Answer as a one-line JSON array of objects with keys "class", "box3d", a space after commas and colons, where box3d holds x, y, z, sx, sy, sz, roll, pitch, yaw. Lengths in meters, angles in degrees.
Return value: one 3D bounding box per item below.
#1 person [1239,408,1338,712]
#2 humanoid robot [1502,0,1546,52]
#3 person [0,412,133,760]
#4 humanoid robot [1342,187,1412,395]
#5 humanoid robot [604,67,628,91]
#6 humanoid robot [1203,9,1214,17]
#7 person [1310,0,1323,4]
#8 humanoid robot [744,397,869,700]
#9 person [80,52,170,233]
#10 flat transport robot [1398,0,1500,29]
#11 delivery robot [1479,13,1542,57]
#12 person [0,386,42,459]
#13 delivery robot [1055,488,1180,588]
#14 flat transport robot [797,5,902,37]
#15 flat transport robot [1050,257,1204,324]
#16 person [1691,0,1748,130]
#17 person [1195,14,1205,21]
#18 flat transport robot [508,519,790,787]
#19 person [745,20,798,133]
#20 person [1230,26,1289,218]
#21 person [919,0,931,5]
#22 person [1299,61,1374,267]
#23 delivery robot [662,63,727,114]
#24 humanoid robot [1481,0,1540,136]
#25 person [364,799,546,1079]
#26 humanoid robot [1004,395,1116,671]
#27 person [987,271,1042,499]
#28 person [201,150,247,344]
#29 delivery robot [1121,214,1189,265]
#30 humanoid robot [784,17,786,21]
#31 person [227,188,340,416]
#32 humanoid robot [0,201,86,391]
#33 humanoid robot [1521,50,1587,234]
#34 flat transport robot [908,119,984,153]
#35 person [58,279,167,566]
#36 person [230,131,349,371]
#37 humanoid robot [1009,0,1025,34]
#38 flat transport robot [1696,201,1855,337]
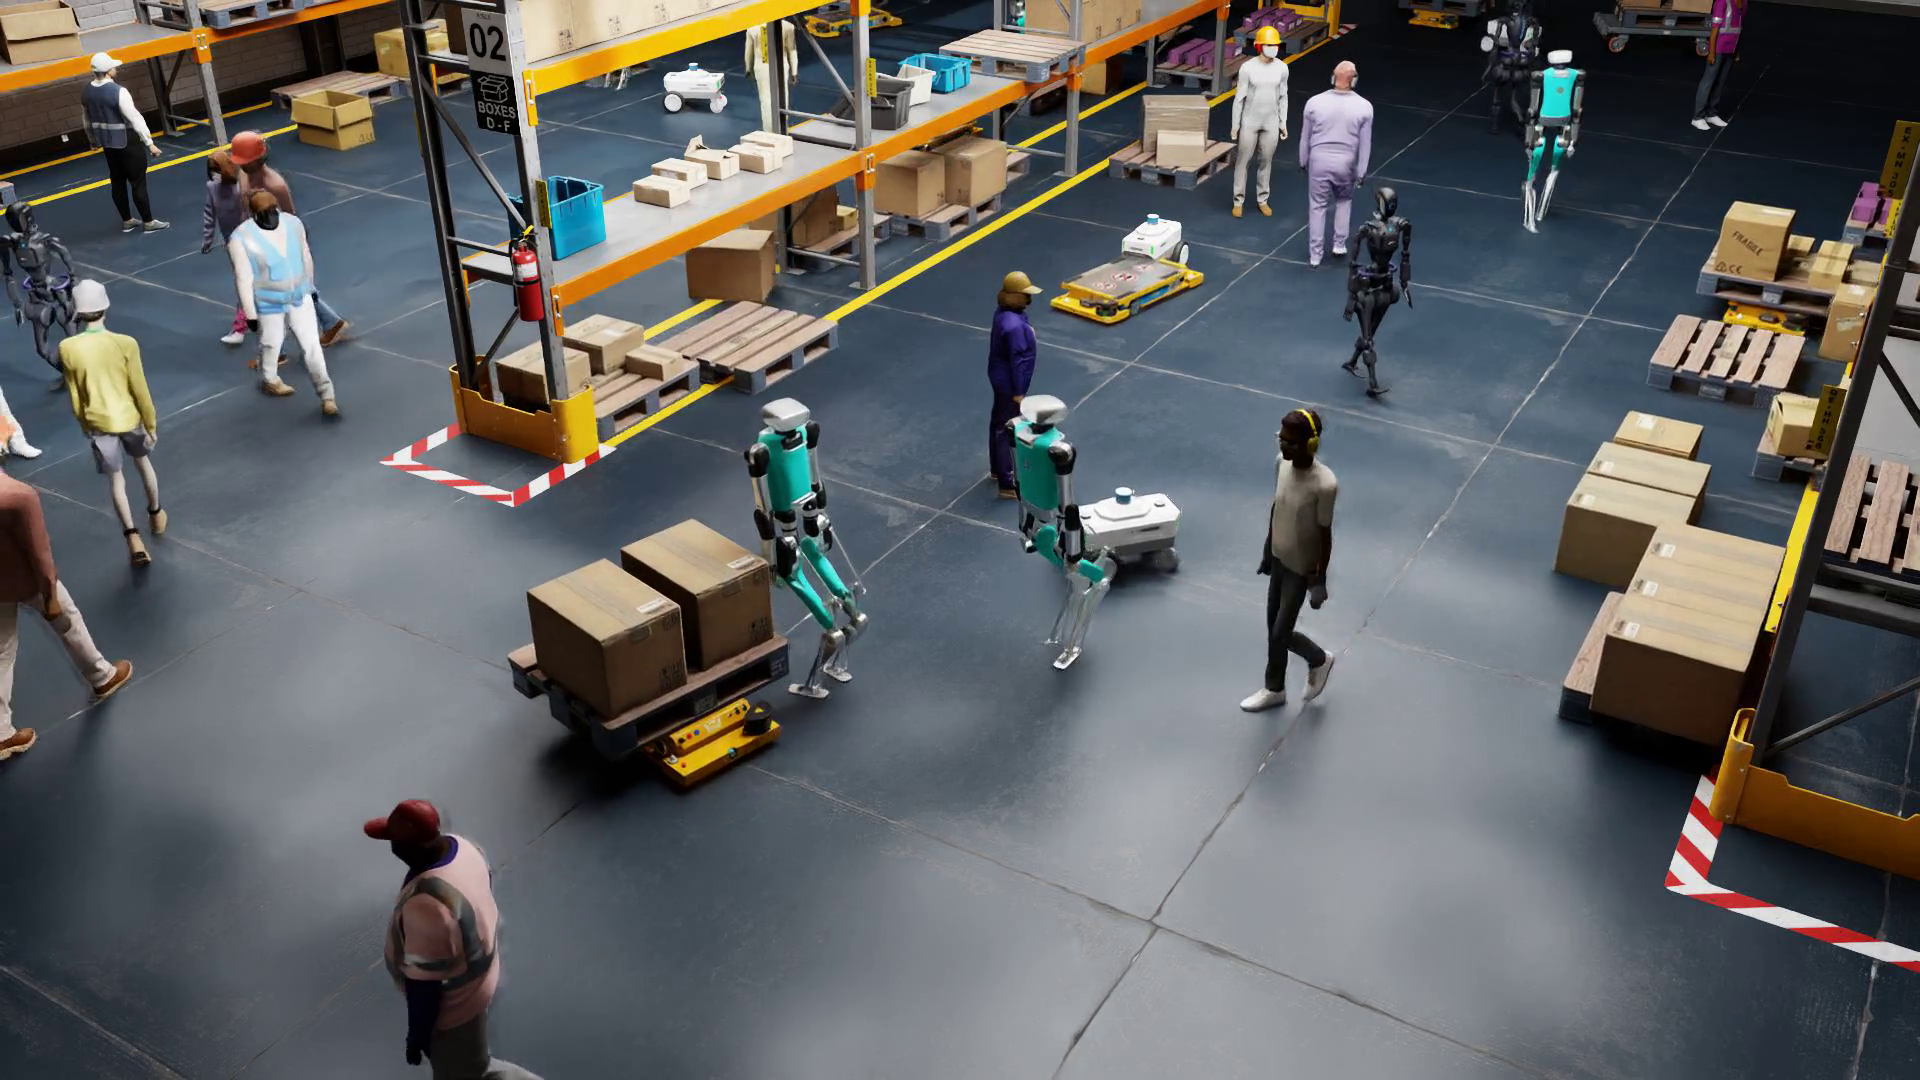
[{"class": "person", "box3d": [1.844, 0.132, 9.095, 0.464, 1.857, 0.546, -13, 32, -21]}, {"class": "humanoid robot", "box3d": [7.757, -7.484, 22.771, 0.612, 1.638, 0.430, -12, 31, -20]}, {"class": "person", "box3d": [-5.074, 0.191, 8.907, 0.619, 1.949, 1.006, 4, 30, 7]}, {"class": "humanoid robot", "box3d": [3.297, -1.957, 13.006, 0.589, 1.631, 0.757, -12, 32, -20]}, {"class": "humanoid robot", "box3d": [-4.457, -6.624, 21.154, 0.531, 1.773, 0.696, 17, 34, 28]}, {"class": "humanoid robot", "box3d": [3.740, -8.756, 25.038, 0.602, 1.641, 0.639, 21, 36, 33]}, {"class": "person", "box3d": [5.739, -9.179, 25.584, 0.625, 1.840, 0.430, 20, 35, 31]}, {"class": "humanoid robot", "box3d": [-0.782, 0.086, 9.268, 0.705, 1.752, 0.533, 19, 35, 30]}, {"class": "person", "box3d": [-8.218, -3.879, 16.287, 0.771, 1.757, 0.433, 7, 30, 13]}, {"class": "flat transport robot", "box3d": [7.322, -7.895, 24.908, 0.659, 0.231, 1.431, 20, 35, 31]}, {"class": "delivery robot", "box3d": [7.626, -6.976, 22.978, 0.499, 0.581, 0.754, -22, 36, -34]}, {"class": "person", "box3d": [-7.248, -1.477, 11.929, 0.981, 1.873, 0.621, 14, 32, 23]}, {"class": "delivery robot", "box3d": [1.023, -0.040, 10.742, 0.815, 0.614, 0.499, -9, 31, -16]}, {"class": "flat transport robot", "box3d": [-1.618, -7.601, 24.387, 1.431, 0.231, 0.659, -21, 36, -33]}, {"class": "flat transport robot", "box3d": [1.520, -2.293, 14.998, 0.659, 0.231, 1.431, 24, 37, 36]}, {"class": "person", "box3d": [8.993, -5.778, 19.561, 0.509, 1.846, 0.338, -16, 33, -27]}, {"class": "person", "box3d": [3.467, -8.510, 24.515, 0.574, 1.717, 0.668, 14, 32, 23]}, {"class": "flat transport robot", "box3d": [-1.722, 0.879, 9.387, 0.659, 0.231, 1.431, -26, 38, -38]}, {"class": "person", "box3d": [-2.137, -5.325, 18.874, 0.587, 1.722, 0.426, -6, 30, -10]}, {"class": "person", "box3d": [3.006, -4.192, 16.705, 0.581, 1.898, 0.344, -3, 30, -5]}, {"class": "person", "box3d": [-0.526, -9.255, 25.631, 0.638, 1.912, 0.829, -15, 33, -25]}, {"class": "person", "box3d": [3.484, -3.524, 15.539, 0.647, 1.887, 0.665, 6, 30, 11]}, {"class": "delivery robot", "box3d": [-3.279, -5.568, 20.496, 0.782, 0.589, 0.499, 2, 30, 4]}, {"class": "humanoid robot", "box3d": [6.371, -5.451, 19.164, 0.608, 1.641, 0.526, -5, 30, -9]}, {"class": "person", "box3d": [-1.900, 1.715, 6.430, 0.774, 1.728, 0.616, -4, 30, -7]}, {"class": "humanoid robot", "box3d": [0.635, -0.031, 9.553, 0.723, 1.825, 0.543, -20, 35, -31]}, {"class": "person", "box3d": [0.369, -1.082, 11.476, 0.349, 1.621, 0.451, -4, 30, -7]}, {"class": "person", "box3d": [-6.101, -2.472, 13.965, 0.497, 1.595, 0.803, 16, 33, 27]}, {"class": "delivery robot", "box3d": [1.788, -2.736, 15.492, 0.499, 0.595, 0.792, 15, 33, 25]}, {"class": "humanoid robot", "box3d": [-2.494, -7.043, 21.903, 0.706, 1.778, 0.565, 24, 37, 35]}, {"class": "person", "box3d": [-5.178, -1.840, 12.669, 0.967, 1.780, 0.676, 24, 37, 36]}, {"class": "humanoid robot", "box3d": [-6.963, -1.839, 12.774, 0.614, 1.645, 0.481, 1, 29, 2]}, {"class": "humanoid robot", "box3d": [5.823, -3.987, 16.520, 0.575, 1.802, 0.818, 3, 30, 4]}, {"class": "flat transport robot", "box3d": [-0.369, -4.640, 19.150, 0.659, 0.231, 1.431, 17, 33, 27]}, {"class": "person", "box3d": [-5.418, -0.760, 10.678, 0.478, 1.859, 0.859, -13, 32, -22]}, {"class": "person", "box3d": [-5.494, -2.387, 13.470, 0.886, 1.949, 0.593, -24, 37, -36]}, {"class": "humanoid robot", "box3d": [0.911, -6.851, 21.577, 0.542, 1.755, 0.946, 4, 30, 8]}, {"class": "flat transport robot", "box3d": [7.246, -2.156, 14.755, 0.659, 0.231, 1.431, 17, 34, 27]}]
